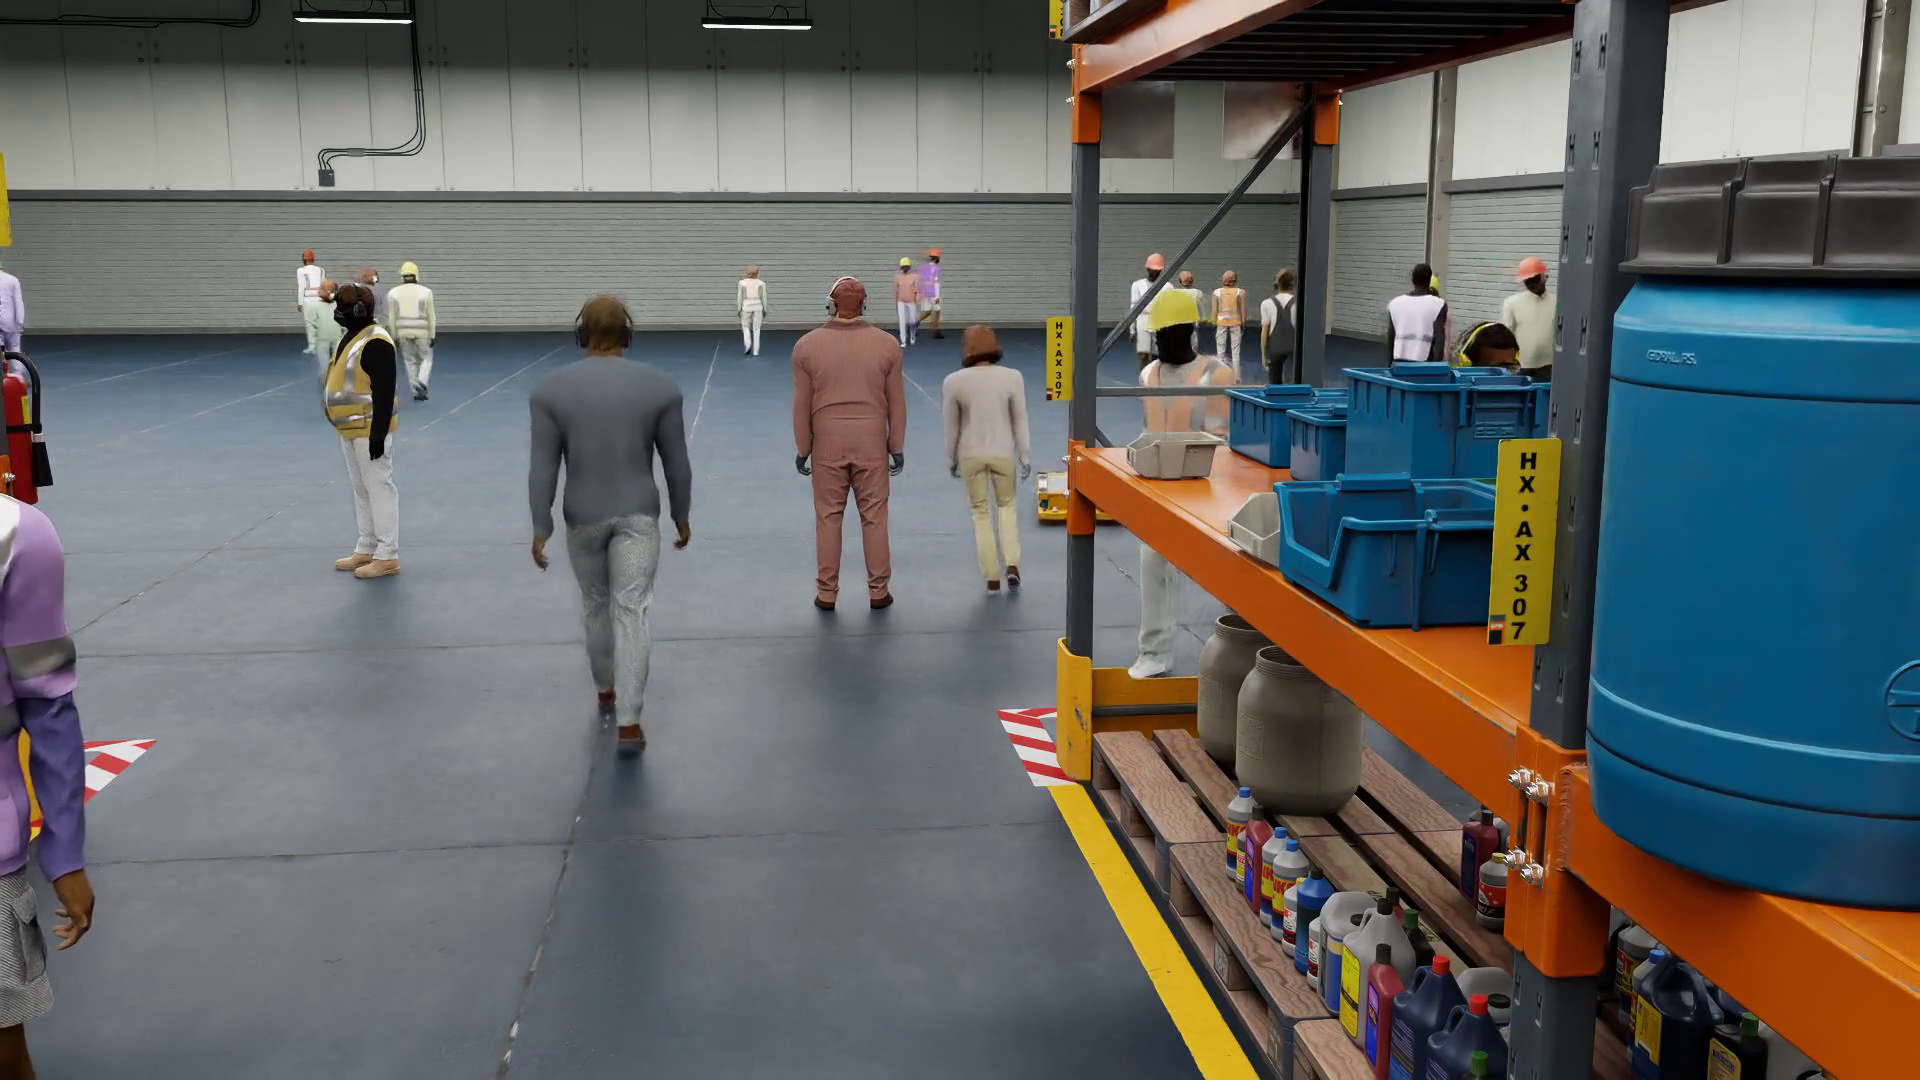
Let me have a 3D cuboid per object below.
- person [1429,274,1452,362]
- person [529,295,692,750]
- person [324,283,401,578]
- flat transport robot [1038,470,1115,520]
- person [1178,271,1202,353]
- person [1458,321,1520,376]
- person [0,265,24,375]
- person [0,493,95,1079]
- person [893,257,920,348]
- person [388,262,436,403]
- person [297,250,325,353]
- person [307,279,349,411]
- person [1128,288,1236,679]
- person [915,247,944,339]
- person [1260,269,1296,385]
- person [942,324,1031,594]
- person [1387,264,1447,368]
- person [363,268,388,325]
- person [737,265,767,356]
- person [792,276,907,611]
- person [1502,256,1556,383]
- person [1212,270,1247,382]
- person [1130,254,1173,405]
[{"bbox_3d":[4.734,-1.827,16.962,0.525,1.757,0.539,2,10,10],"label":"person"},{"bbox_3d":[-1.486,-0.097,7.139,0.666,1.887,1.027,-1,10,-7],"label":"person"},{"bbox_3d":[-3.771,-0.690,10.501,0.429,1.845,0.621,-8,13,-37],"label":"person"},{"bbox_3d":[0.935,-0.357,12.985,0.652,0.197,1.431,0,10,2],"label":"flat transport robot"},{"bbox_3d":[3.273,-3.076,24.133,0.515,1.641,0.315,-3,11,-16],"label":"person"},{"bbox_3d":[2.011,0.010,6.757,0.545,1.823,0.860,-2,11,-13],"label":"person"},{"bbox_3d":[-13.618,-3.085,23.568,0.663,1.866,0.717,-5,11,-25],"label":"person"},{"bbox_3d":[-1.906,0.580,2.989,0.615,2.040,0.391,-4,11,-22],"label":"person"},{"bbox_3d":[-1.026,-4.615,32.256,0.533,1.749,0.616,1,10,5],"label":"person"},{"bbox_3d":[-7.012,-2.654,21.340,0.586,1.814,0.457,-1,10,-4],"label":"person"},{"bbox_3d":[-11.945,-4.388,30.655,0.339,1.883,0.584,6,12,32],"label":"person"},{"bbox_3d":[-7.689,-2.370,20.304,0.517,1.614,0.391,-10,14,-43],"label":"person"},{"bbox_3d":[1.140,-0.277,8.102,0.590,1.897,0.812,10,14,44],"label":"person"},{"bbox_3d":[-0.647,-5.123,34.598,0.702,1.917,0.567,-8,13,-38],"label":"person"},{"bbox_3d":[3.469,-2.003,17.855,0.509,1.799,1.006,2,11,12],"label":"person"},{"bbox_3d":[0.158,-0.483,9.971,0.535,1.608,0.396,0,10,0],"label":"person"},{"bbox_3d":[4.468,-1.753,16.274,0.604,1.863,1.000,7,12,33],"label":"person"},{"bbox_3d":[-10.352,-3.966,29.156,0.862,1.589,0.495,2,11,13],"label":"person"},{"bbox_3d":[-3.728,-4.115,29.854,0.550,1.621,0.476,-2,11,-12],"label":"person"},{"bbox_3d":[-0.628,-0.543,9.511,0.650,1.911,0.409,-1,10,-5],"label":"person"},{"bbox_3d":[5.365,-1.676,15.605,0.645,1.958,0.758,1,10,6],"label":"person"},{"bbox_3d":[3.968,-3.151,24.550,0.511,1.640,0.308,2,11,10],"label":"person"},{"bbox_3d":[2.471,-2.675,21.205,0.569,1.902,0.808,0,10,-2],"label":"person"}]
